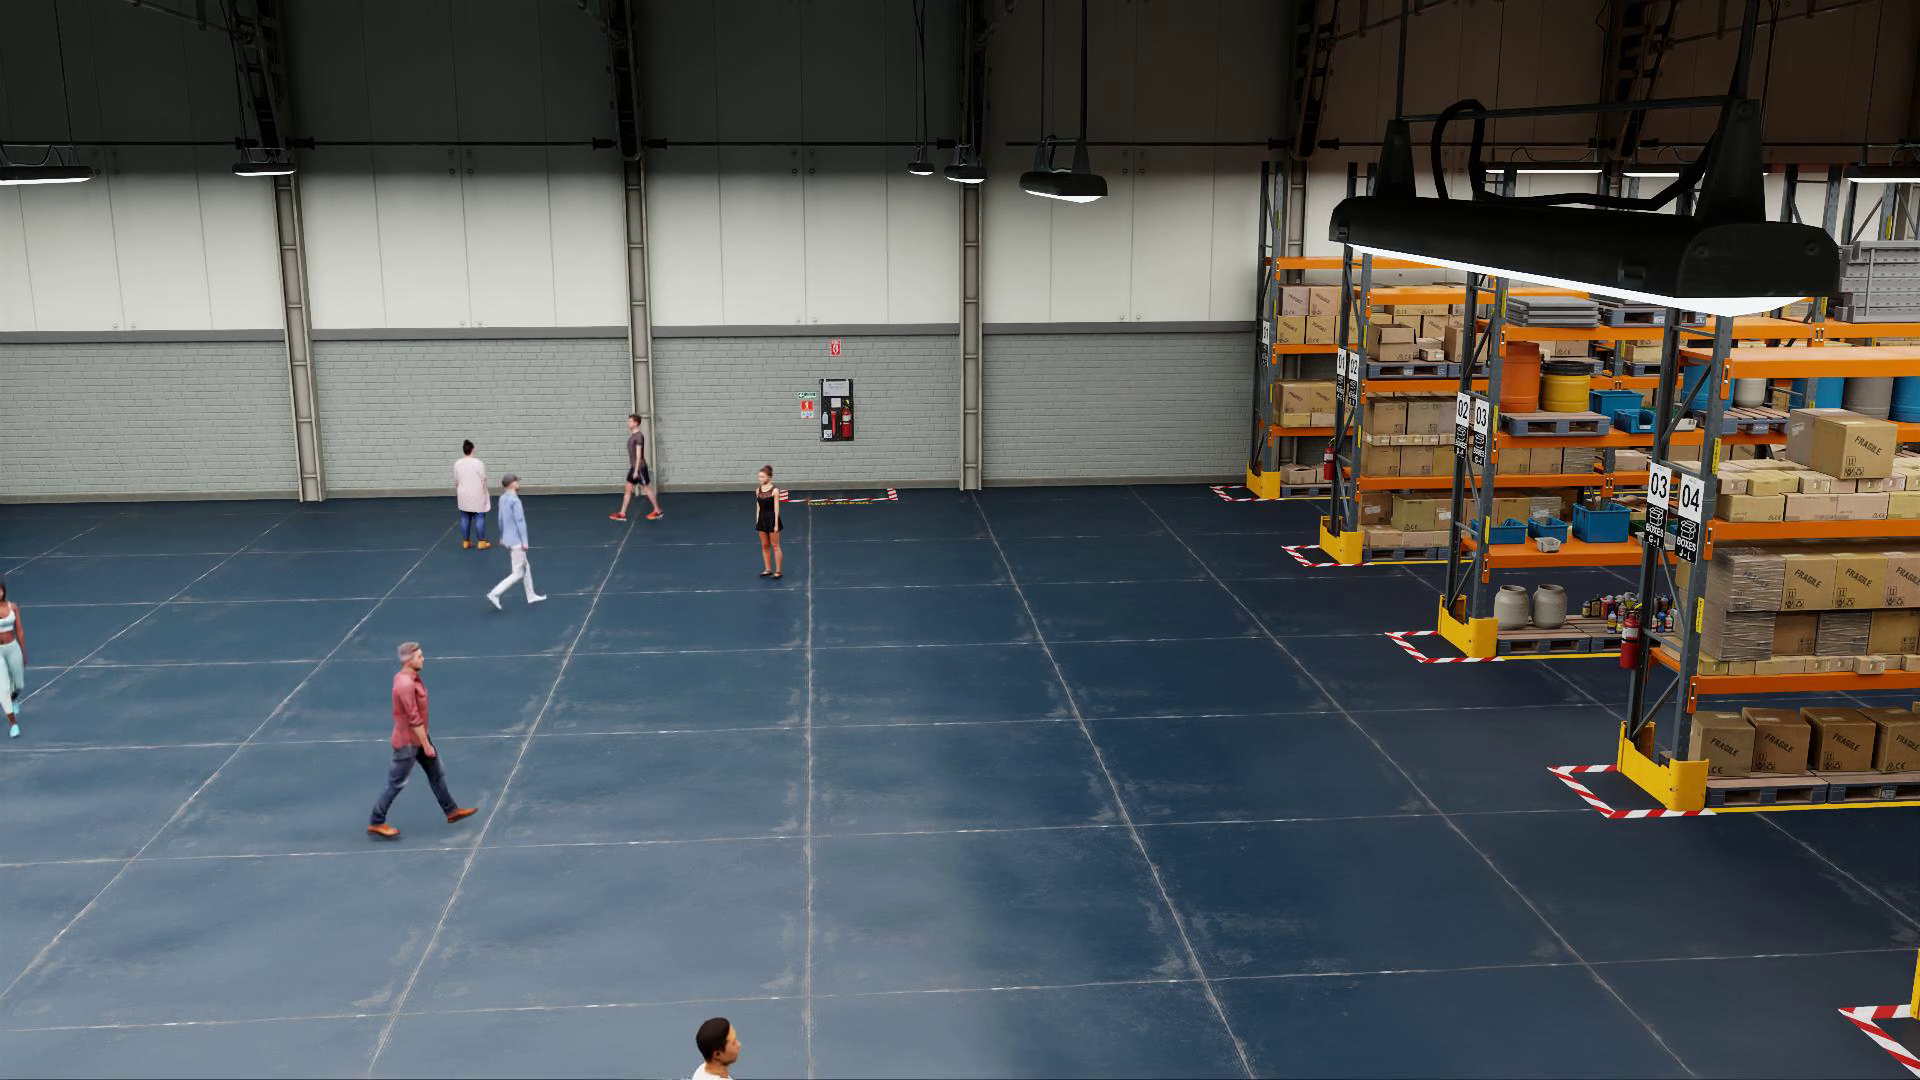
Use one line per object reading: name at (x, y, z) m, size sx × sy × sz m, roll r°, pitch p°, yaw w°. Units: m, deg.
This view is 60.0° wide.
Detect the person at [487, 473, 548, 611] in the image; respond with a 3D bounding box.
person at (-6.156, 0.035, 22.778) m, size 1.216 × 1.861 × 1.032 m, roll -10°, pitch 16°, yaw -37°

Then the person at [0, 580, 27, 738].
person at (-10.294, 1.242, 17.902) m, size 0.925 × 1.710 × 0.905 m, roll -10°, pitch 16°, yaw -36°

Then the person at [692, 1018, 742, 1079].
person at (-1.319, 3.338, 8.670) m, size 0.872 × 1.792 × 0.758 m, roll -5°, pitch 14°, yaw -21°

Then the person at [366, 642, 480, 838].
person at (-5.094, 1.847, 15.126) m, size 1.242 × 1.784 × 0.796 m, roll -3°, pitch 13°, yaw -12°

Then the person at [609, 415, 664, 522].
person at (-5.372, -1.194, 28.215) m, size 1.264 × 1.804 × 0.982 m, roll -7°, pitch 15°, yaw -27°

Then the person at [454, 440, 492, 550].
person at (-7.740, -0.727, 26.336) m, size 0.651 × 1.742 × 0.808 m, roll 2°, pitch 13°, yaw 9°

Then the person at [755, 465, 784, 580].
person at (-2.806, -0.269, 24.493) m, size 0.672 × 1.680 × 0.751 m, roll 8°, pitch 15°, yaw 31°
